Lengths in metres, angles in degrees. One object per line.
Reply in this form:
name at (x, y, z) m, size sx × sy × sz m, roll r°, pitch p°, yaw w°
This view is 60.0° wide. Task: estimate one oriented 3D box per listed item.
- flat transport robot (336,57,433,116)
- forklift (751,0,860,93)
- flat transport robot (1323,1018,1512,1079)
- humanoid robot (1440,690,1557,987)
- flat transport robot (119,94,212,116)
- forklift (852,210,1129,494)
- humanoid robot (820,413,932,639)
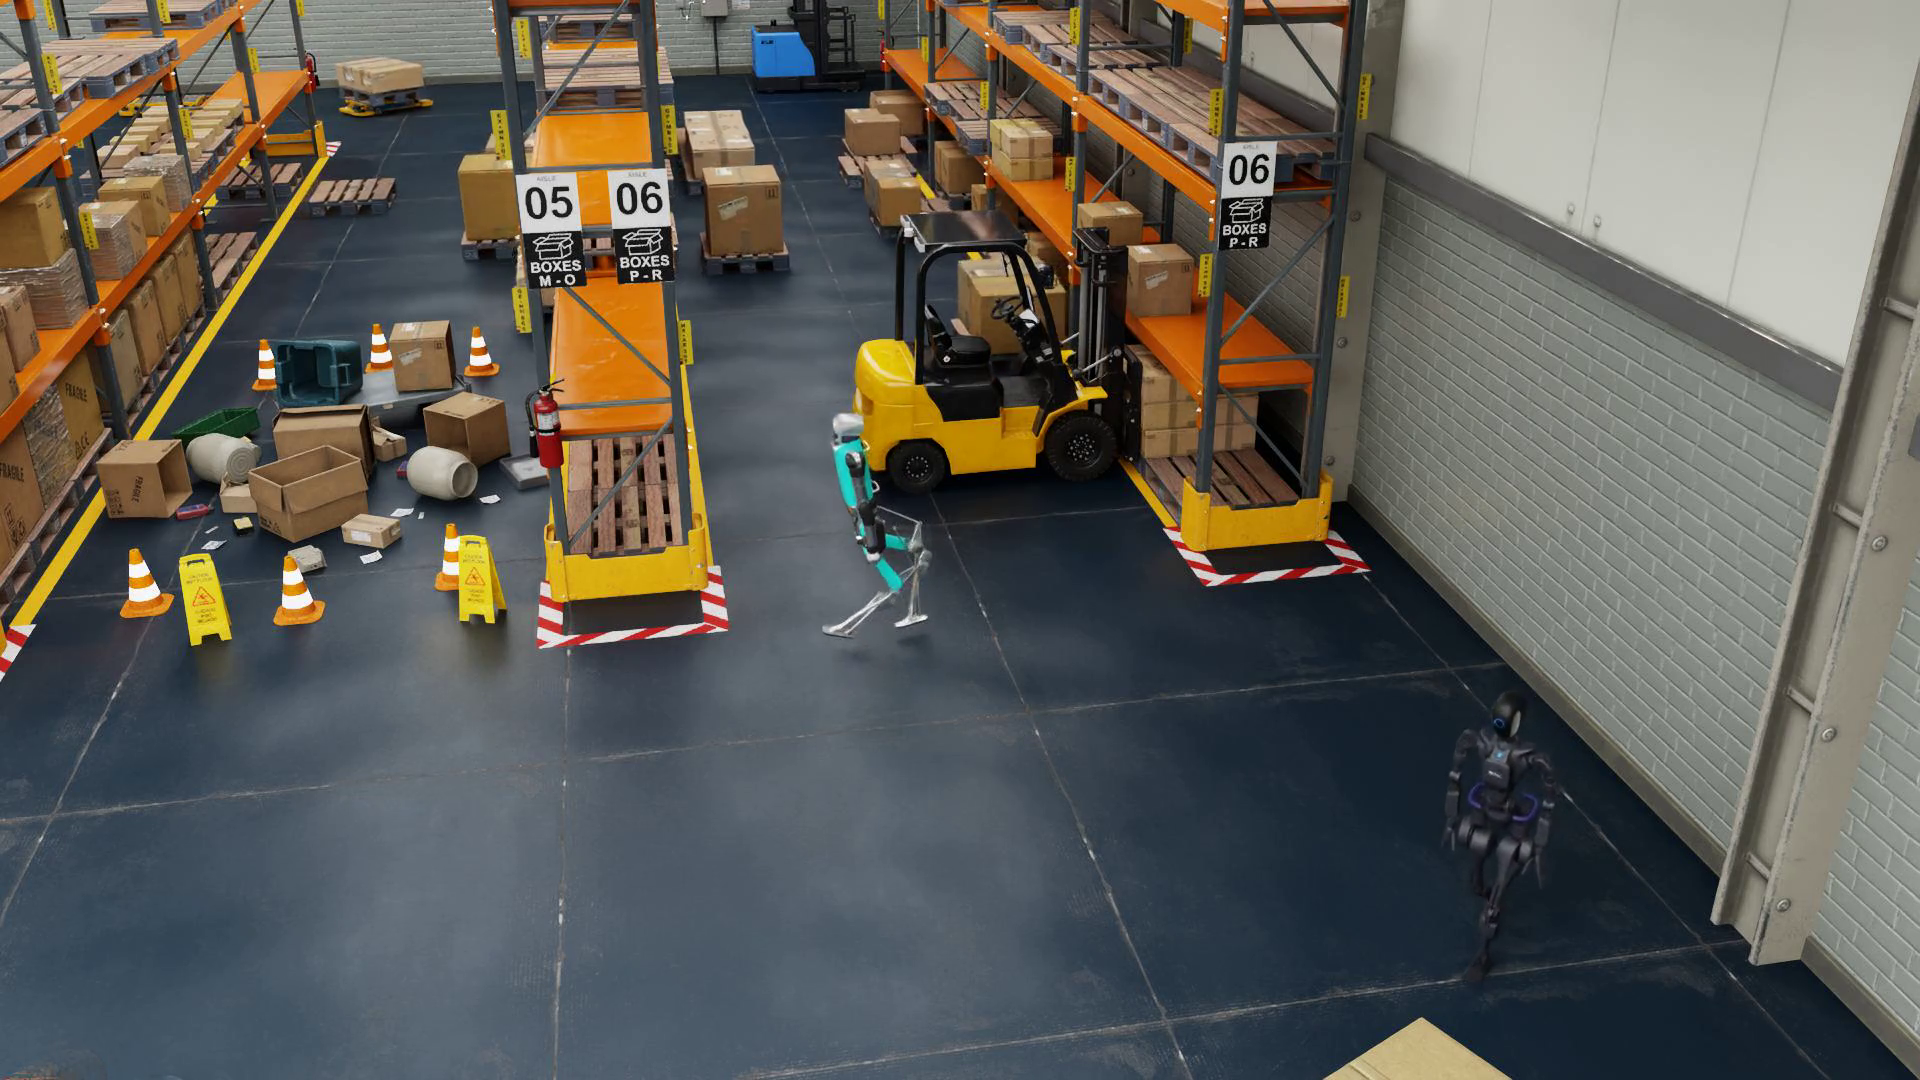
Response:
flat transport robot at (-9.984, -7.594, 28.944) m, size 0.659 × 0.231 × 1.431 m, roll 23°, pitch 34°, yaw 39°
forklift at (-2.872, -9.679, 30.288) m, size 1.873 × 2.768 × 1.129 m, roll -5°, pitch 26°, yaw -10°
flat transport robot at (1.706, 3.192, 6.482) m, size 1.431 × 0.231 × 0.659 m, roll -5°, pitch 26°, yaw -10°
humanoid robot at (2.800, 1.446, 8.521) m, size 0.585 × 1.631 × 0.659 m, roll 18°, pitch 31°, yaw 33°
flat transport robot at (-13.718, -7.518, 28.787) m, size 1.431 × 0.231 × 0.659 m, roll -5°, pitch 26°, yaw -10°
forklift at (0.216, -1.659, 14.366) m, size 2.313 × 2.155 × 1.214 m, roll -5°, pitch 26°, yaw -10°
humanoid robot at (-0.510, -0.078, 11.595) m, size 1.017 × 1.730 × 0.530 m, roll -7°, pitch 26°, yaw -14°
